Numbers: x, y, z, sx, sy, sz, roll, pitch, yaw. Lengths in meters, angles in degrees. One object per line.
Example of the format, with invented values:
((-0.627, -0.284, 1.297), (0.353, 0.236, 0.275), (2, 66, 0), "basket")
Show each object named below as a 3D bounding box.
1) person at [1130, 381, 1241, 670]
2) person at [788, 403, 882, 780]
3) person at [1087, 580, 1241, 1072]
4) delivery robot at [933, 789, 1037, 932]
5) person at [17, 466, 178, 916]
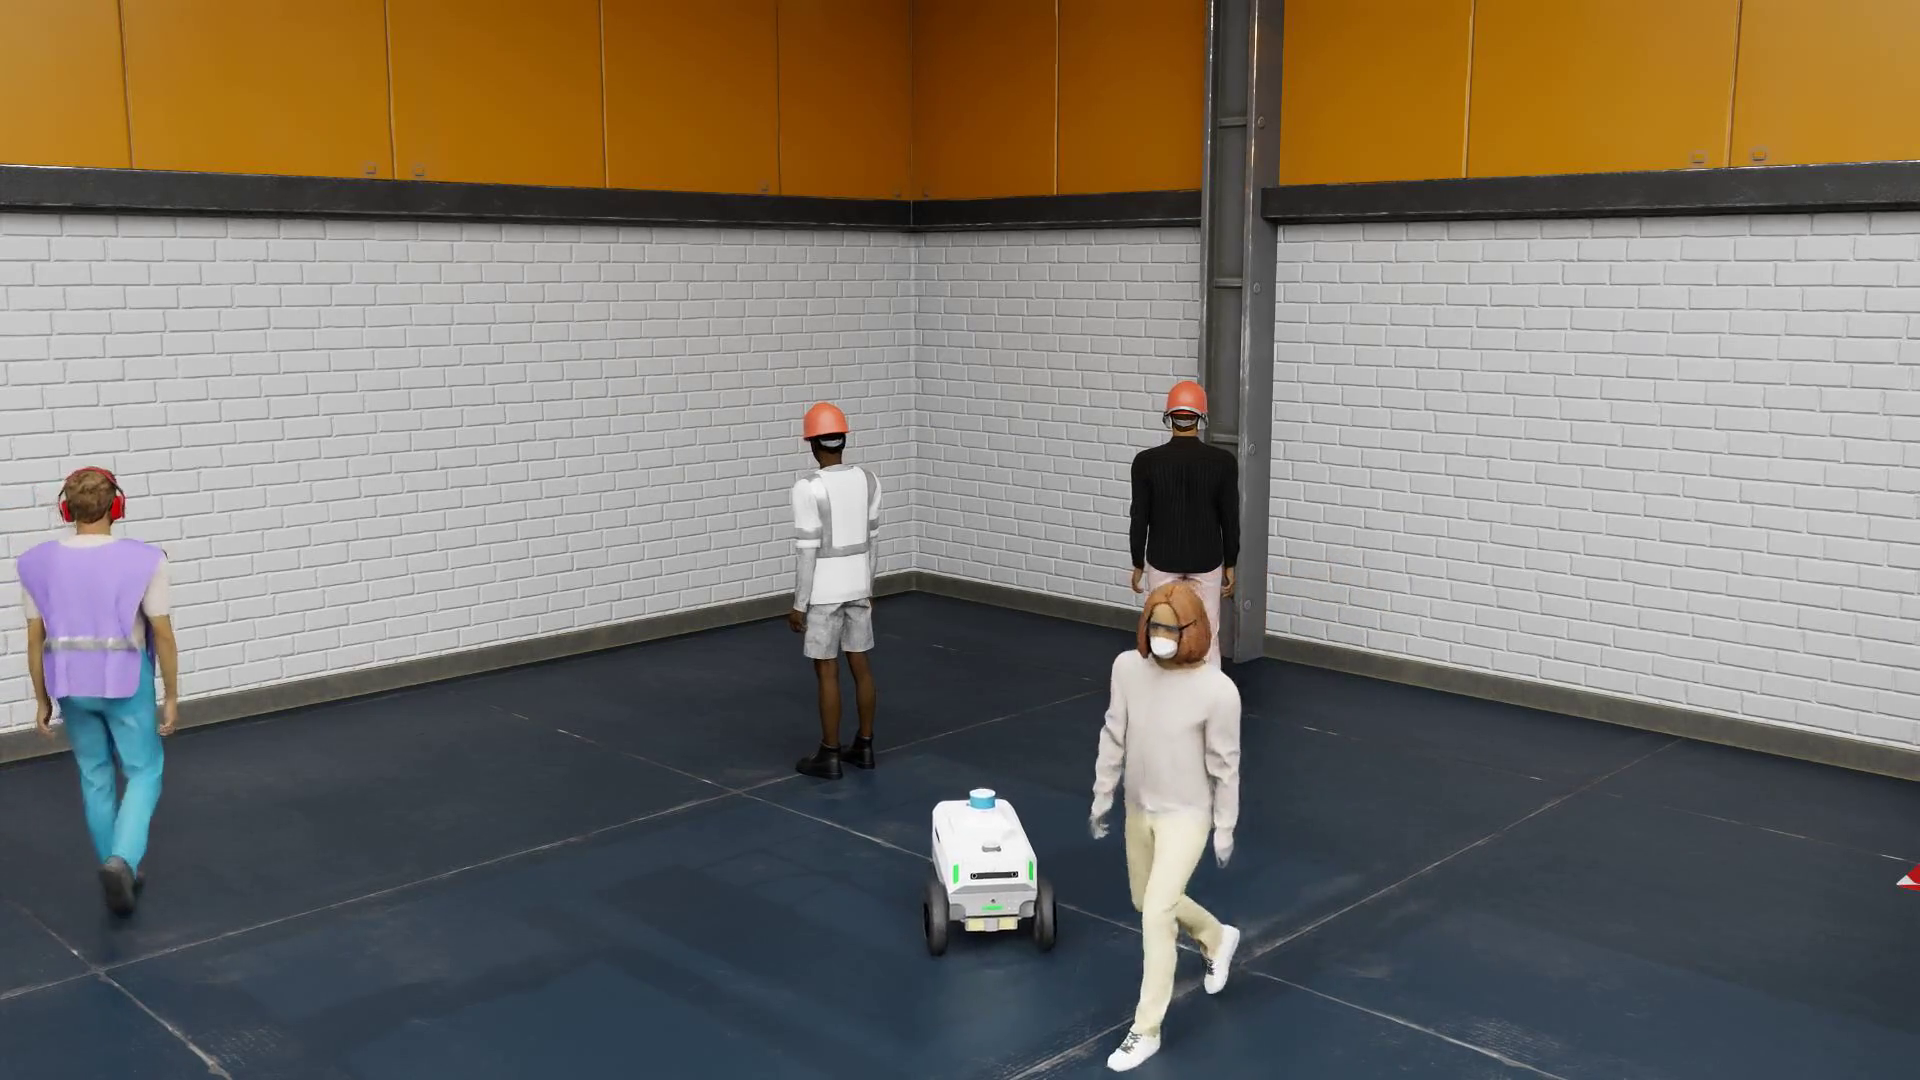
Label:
((1.242, 0.120, 9.217), (0.608, 1.995, 0.377), (1, 9, 6), "person")
((-0.658, 0.262, 8.544), (0.542, 1.930, 0.375), (-9, 13, -43), "person")
((0.740, 0.905, 5.574), (0.698, 1.605, 0.505), (-9, 13, -43), "person")
((0.088, 1.226, 6.555), (0.477, 0.478, 0.707), (-1, 9, -6), "delivery robot")
((-3.436, 0.621, 6.661), (0.567, 1.828, 0.645), (-2, 9, -11), "person")
